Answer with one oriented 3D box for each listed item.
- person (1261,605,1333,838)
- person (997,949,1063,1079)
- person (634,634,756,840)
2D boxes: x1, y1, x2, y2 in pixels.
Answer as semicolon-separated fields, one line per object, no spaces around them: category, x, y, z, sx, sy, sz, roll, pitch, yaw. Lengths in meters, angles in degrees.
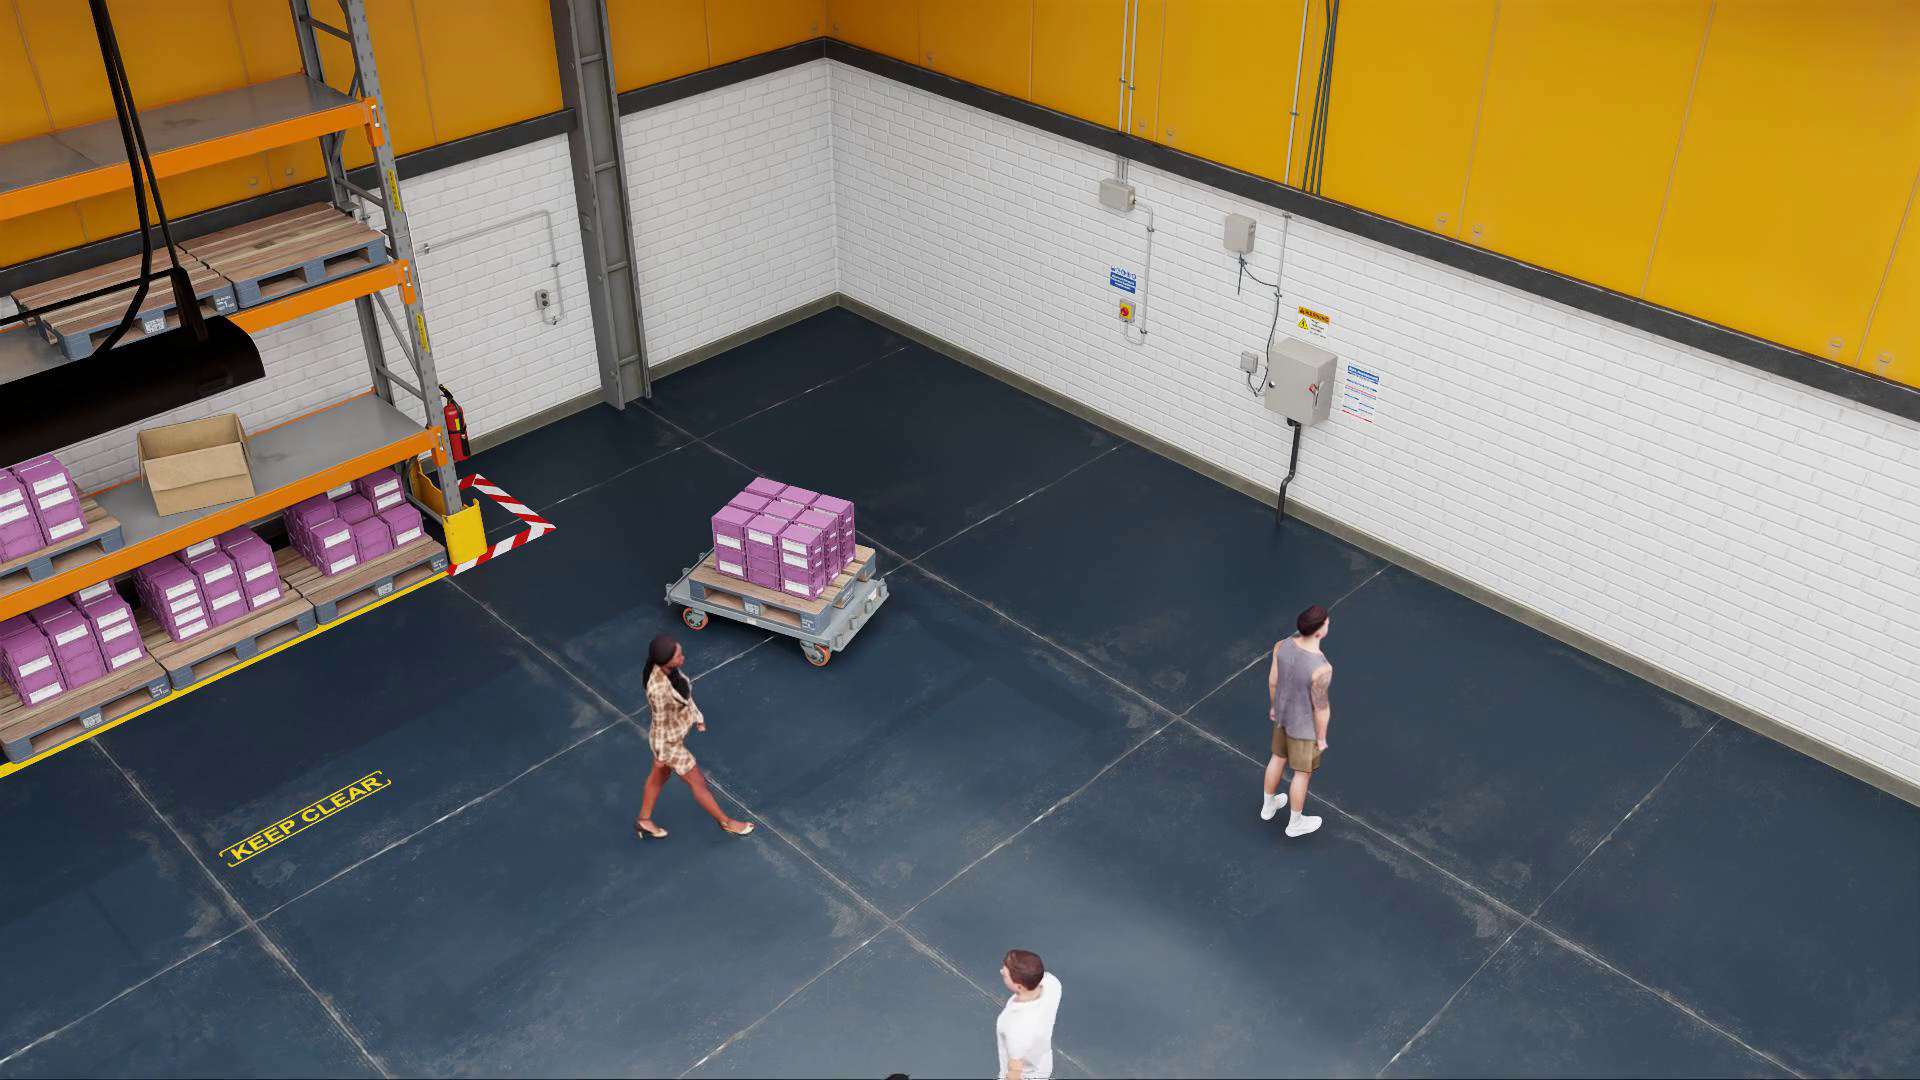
person;2.266;1.189;11.122;0.597;1.845;0.655;-24;40;-31
person;0.423;2.864;8.856;0.891;1.837;0.997;17;37;23
person;-2.029;1.374;11.180;1.117;1.745;1.050;-1;34;-1
